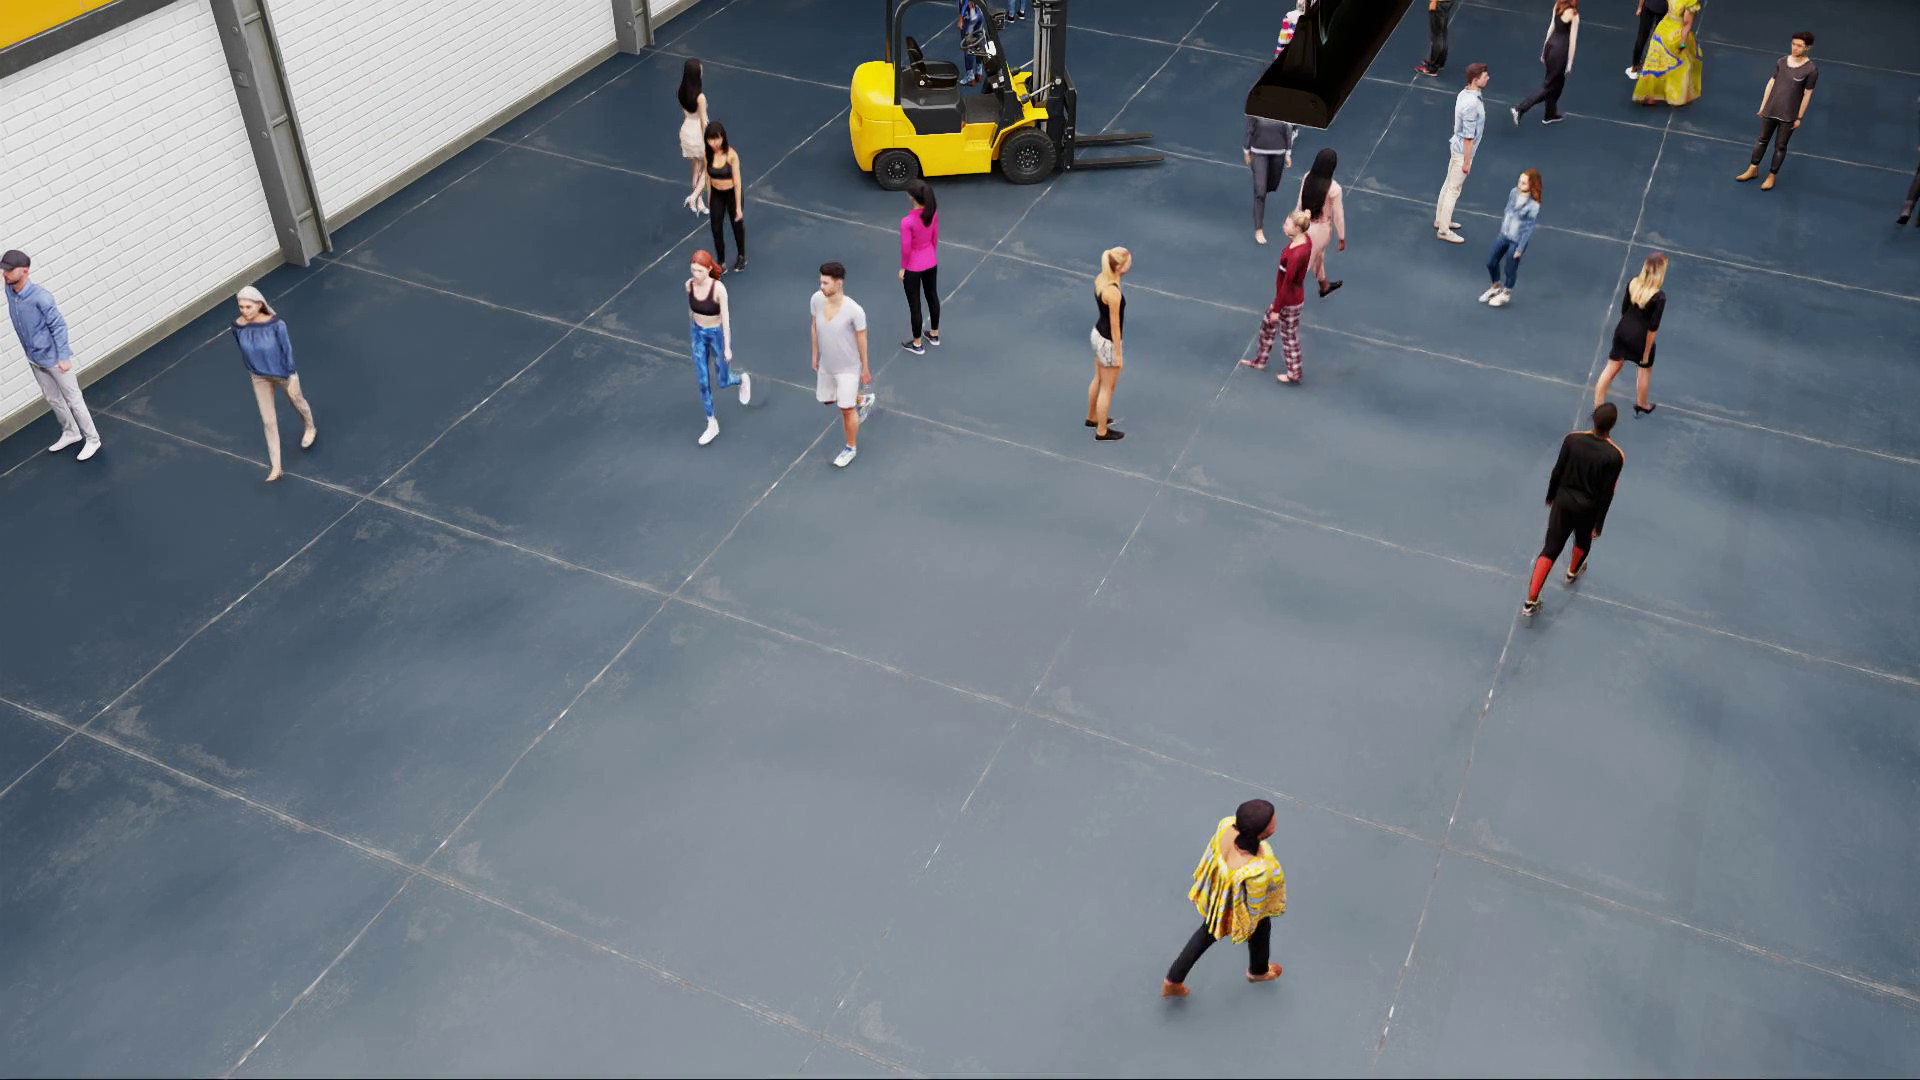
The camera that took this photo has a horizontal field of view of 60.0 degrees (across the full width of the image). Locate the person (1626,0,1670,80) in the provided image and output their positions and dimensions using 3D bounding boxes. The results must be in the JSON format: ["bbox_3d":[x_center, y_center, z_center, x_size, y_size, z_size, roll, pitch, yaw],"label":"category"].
[{"bbox_3d":[8.418,-6.420,20.054,0.663,1.728,0.649,8,39,9],"label":"person"}]

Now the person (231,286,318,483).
[{"bbox_3d":[-5.653,-1.384,13.825,0.936,1.645,1.201,0,39,0],"label":"person"}]

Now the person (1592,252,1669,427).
[{"bbox_3d":[5.670,-1.669,14.163,0.972,1.656,0.861,-20,43,-23],"label":"person"}]

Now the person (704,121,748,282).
[{"bbox_3d":[-2.256,-3.395,16.353,0.690,1.621,0.826,6,39,7],"label":"person"}]

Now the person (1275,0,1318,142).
[{"bbox_3d":[3.838,-5.335,18.638,0.758,1.800,0.781,30,47,32],"label":"person"}]

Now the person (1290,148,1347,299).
[{"bbox_3d":[3.259,-2.818,15.590,1.250,1.671,1.062,-21,43,-24],"label":"person"}]

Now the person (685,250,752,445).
[{"bbox_3d":[-2.058,-1.693,14.112,0.570,1.768,0.970,17,42,20],"label":"person"}]

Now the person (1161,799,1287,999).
[{"bbox_3d":[1.499,2.086,9.489,1.153,1.621,1.061,-17,42,-20],"label":"person"}]

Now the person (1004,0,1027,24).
[{"bbox_3d":[0.730,-7.391,21.649,0.558,1.256,0.644,-23,44,-26],"label":"person"}]

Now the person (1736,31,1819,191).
[{"bbox_3d":[8.816,-4.621,17.811,0.698,1.716,0.706,-27,46,-29],"label":"person"}]

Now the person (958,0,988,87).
[{"bbox_3d":[0.142,-6.266,19.945,0.719,1.624,0.571,28,46,30],"label":"person"}]

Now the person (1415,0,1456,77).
[{"bbox_3d":[5.874,-6.562,20.183,0.705,1.801,0.507,21,43,24],"label":"person"}]

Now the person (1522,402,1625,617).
[{"bbox_3d":[4.489,-0.196,12.230,0.853,1.767,1.249,27,46,29],"label":"person"}]

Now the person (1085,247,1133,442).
[{"bbox_3d":[1.226,-1.676,14.022,0.744,1.843,0.667,-9,39,-11],"label":"person"}]

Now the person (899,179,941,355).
[{"bbox_3d":[-0.357,-2.503,15.179,0.620,1.701,0.724,-30,47,-32],"label":"person"}]

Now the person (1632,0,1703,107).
[{"bbox_3d":[8.232,-5.817,19.383,1.181,1.635,1.129,-11,40,-14],"label":"person"}]

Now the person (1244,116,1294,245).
[{"bbox_3d":[3.127,-3.978,16.988,0.983,1.739,1.173,-5,39,-6],"label":"person"}]

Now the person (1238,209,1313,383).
[{"bbox_3d":[2.991,-2.142,14.731,0.836,1.687,0.832,9,39,11],"label":"person"}]

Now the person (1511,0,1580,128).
[{"bbox_3d":[6.704,-5.501,18.904,1.094,1.728,1.020,-14,41,-17],"label":"person"}]

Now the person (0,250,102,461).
[{"bbox_3d":[-7.596,-1.555,13.836,0.645,1.886,0.560,15,41,18],"label":"person"}]

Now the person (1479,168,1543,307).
[{"bbox_3d":[5.343,-2.884,15.836,0.720,1.467,0.677,-15,41,-18],"label":"person"}]

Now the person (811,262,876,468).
[{"bbox_3d":[-0.955,-1.524,13.839,0.773,1.834,0.962,18,42,21],"label":"person"}]

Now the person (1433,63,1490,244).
[{"bbox_3d":[5.089,-3.950,16.865,0.765,1.848,0.591,6,39,7],"label":"person"}]

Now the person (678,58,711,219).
[{"bbox_3d":[-2.778,-4.098,17.148,0.683,1.726,0.738,28,46,30],"label":"person"}]
